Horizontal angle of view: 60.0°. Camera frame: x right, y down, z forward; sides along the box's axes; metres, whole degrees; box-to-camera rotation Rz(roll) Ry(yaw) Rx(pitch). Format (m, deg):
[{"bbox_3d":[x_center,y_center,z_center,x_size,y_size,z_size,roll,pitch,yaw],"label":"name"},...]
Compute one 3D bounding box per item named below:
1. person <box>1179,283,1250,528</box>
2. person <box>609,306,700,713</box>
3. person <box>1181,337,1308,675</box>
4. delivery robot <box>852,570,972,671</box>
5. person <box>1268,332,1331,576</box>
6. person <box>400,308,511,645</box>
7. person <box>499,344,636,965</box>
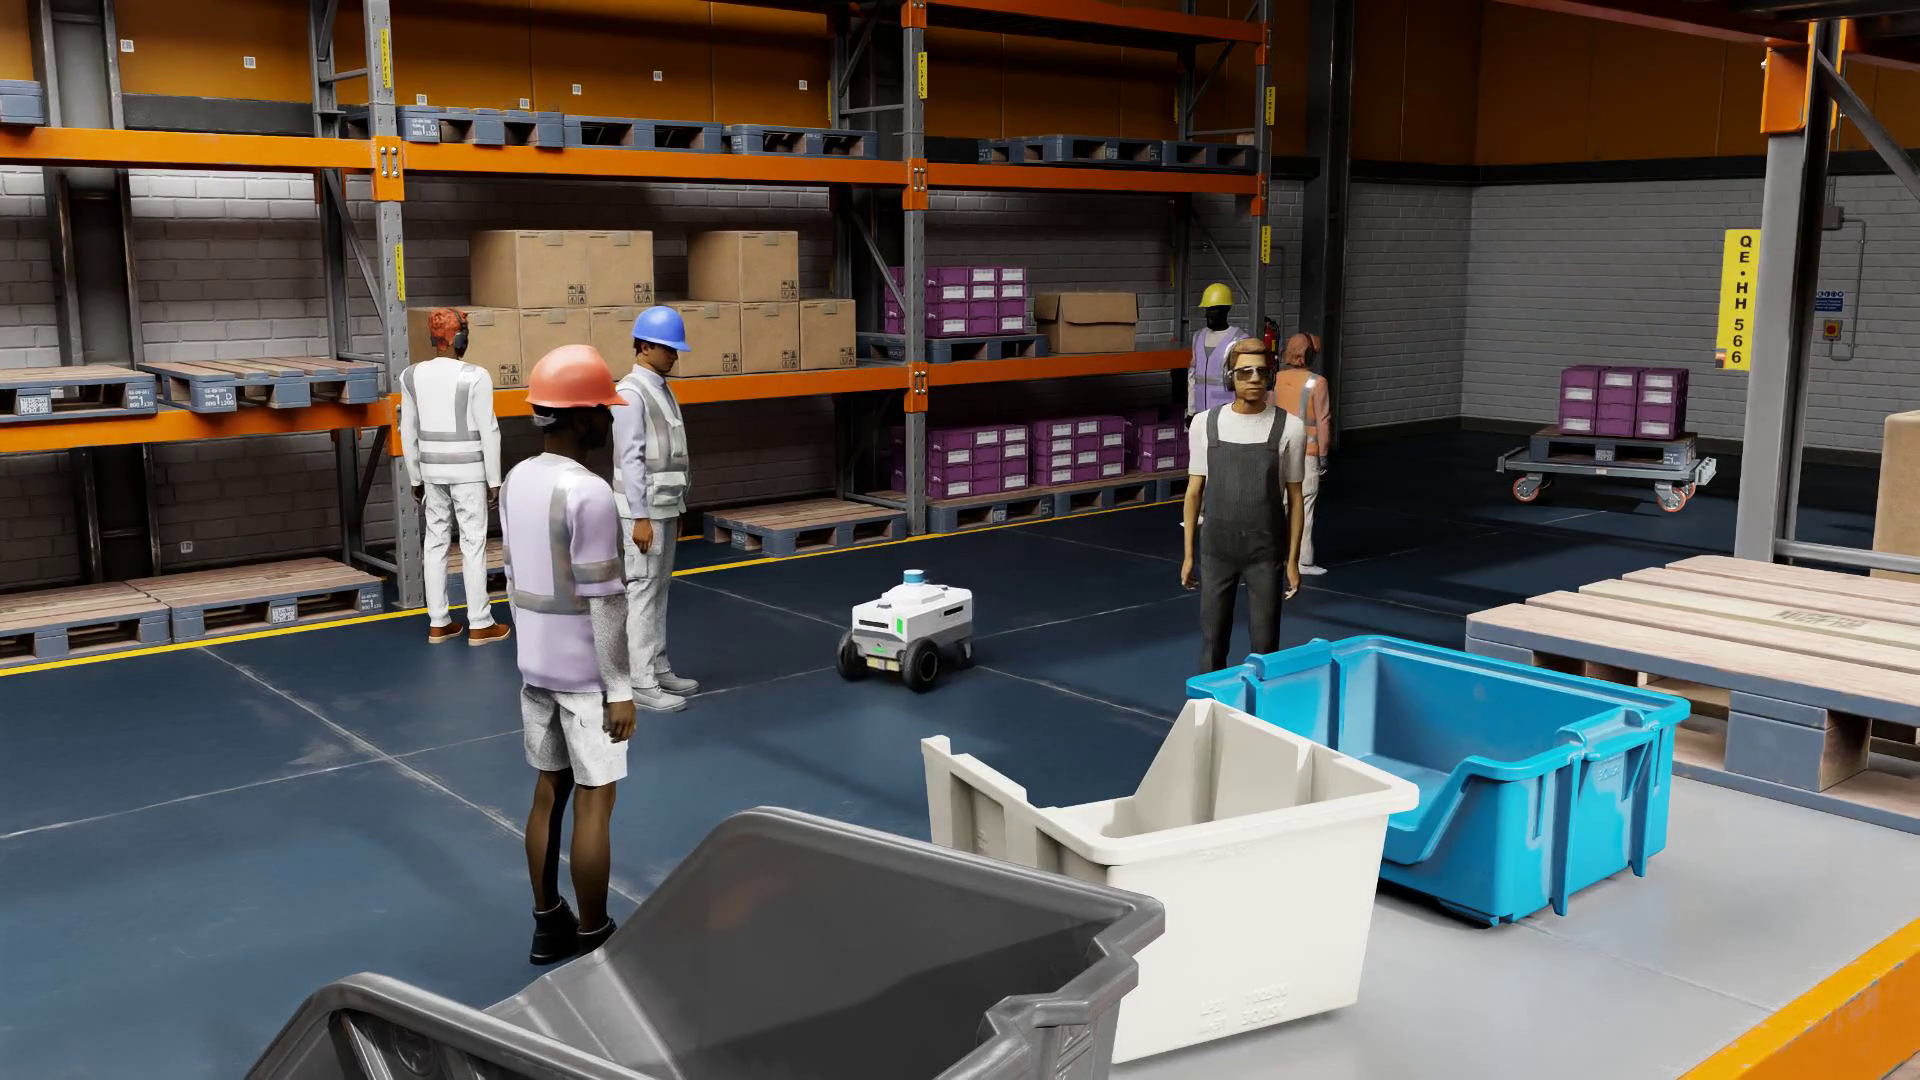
[{"bbox_3d":[1.994,-1.023,12.938,0.367,1.927,0.587,-9,14,-42],"label":"person"},{"bbox_3d":[-1.474,-0.152,8.032,0.402,1.937,0.604,1,10,5],"label":"person"},{"bbox_3d":[1.195,0.067,7.057,0.513,1.846,0.334,3,11,19],"label":"person"},{"bbox_3d":[-0.238,0.396,8.569,0.477,0.478,0.707,7,12,32],"label":"delivery robot"},{"bbox_3d":[2.281,-0.577,11.245,0.310,1.638,0.523,-8,13,-37],"label":"person"},{"bbox_3d":[-2.813,-0.347,9.275,0.586,1.880,0.343,3,11,16],"label":"person"},{"bbox_3d":[-1.150,0.382,5.041,0.360,1.938,0.546,-10,14,-44],"label":"person"}]
